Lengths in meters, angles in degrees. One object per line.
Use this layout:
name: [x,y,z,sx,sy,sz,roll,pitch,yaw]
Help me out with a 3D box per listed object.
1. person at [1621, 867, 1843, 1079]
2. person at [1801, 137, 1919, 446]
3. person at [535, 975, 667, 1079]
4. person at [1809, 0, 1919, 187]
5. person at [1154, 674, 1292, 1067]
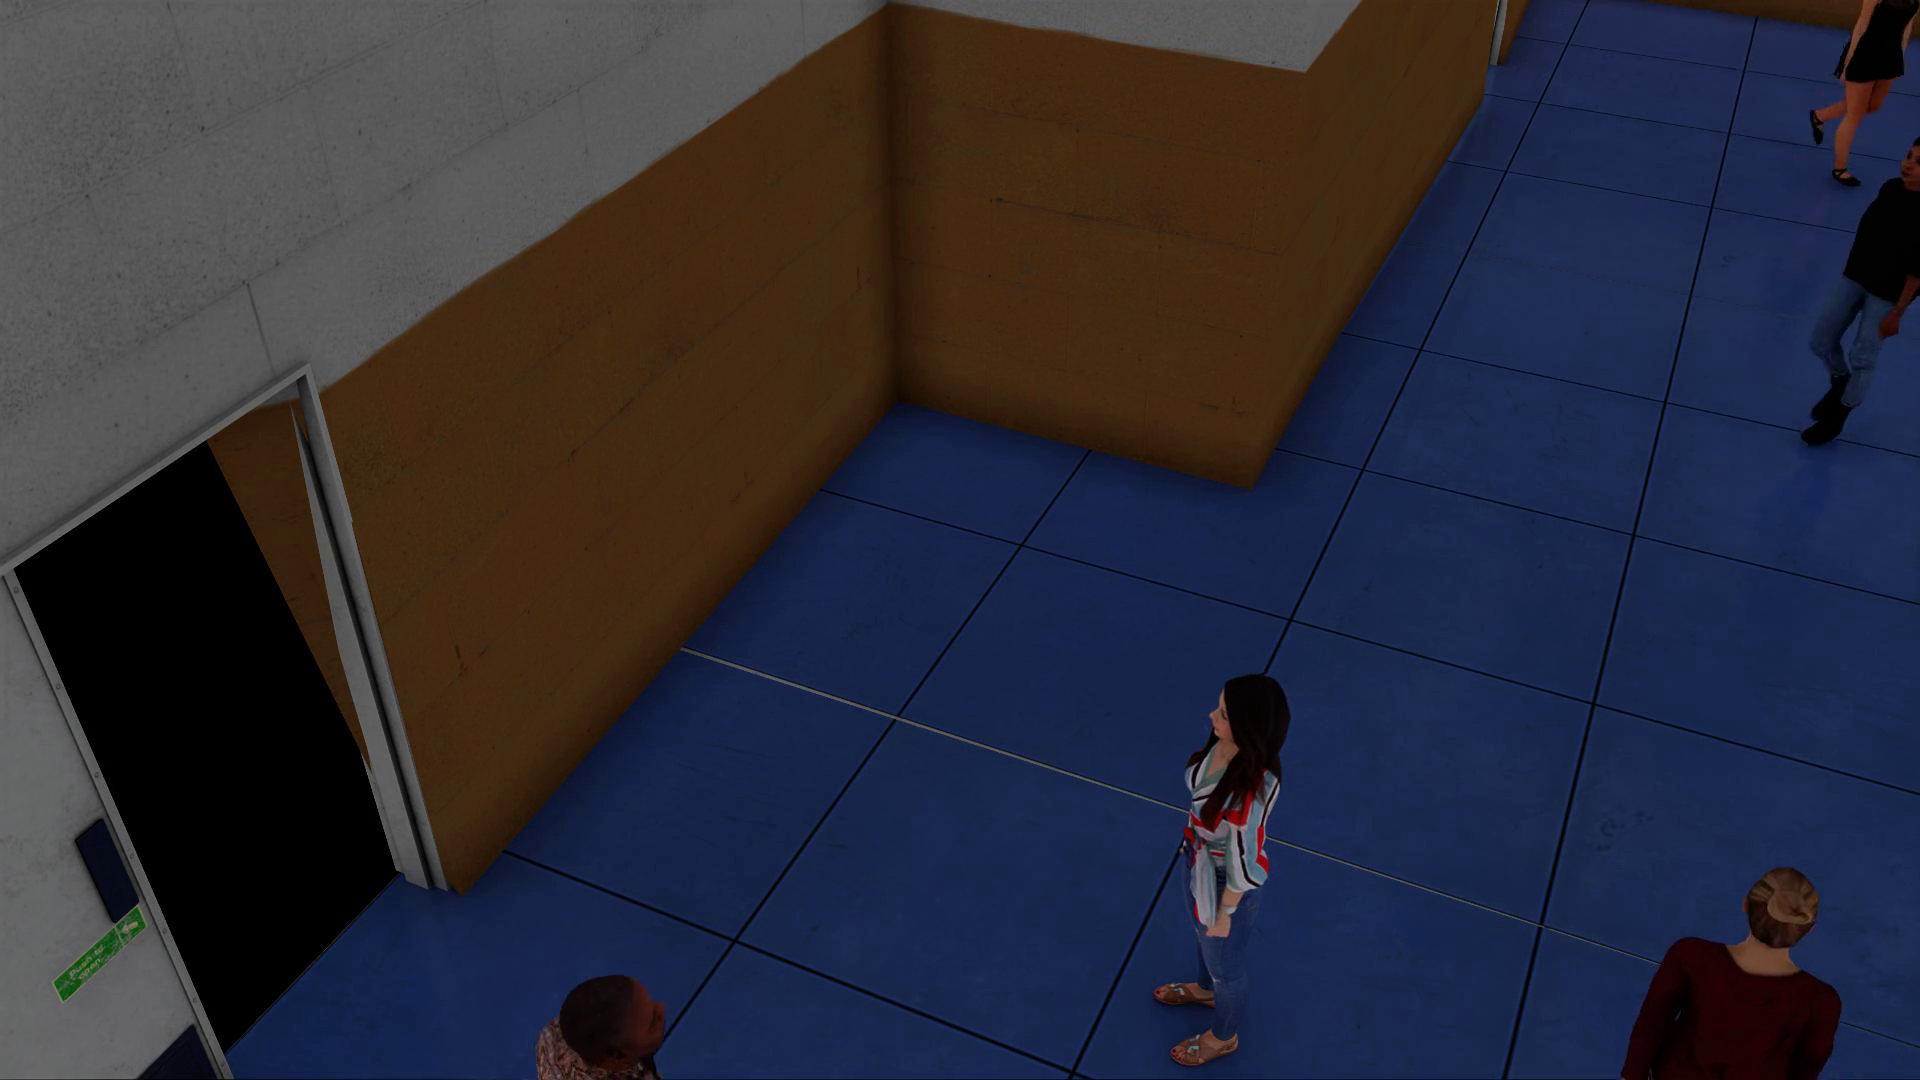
person: [2.064,1.573,4.576,1.038,1.662,0.801,23,43,28]
person: [4.626,-1.240,8.305,0.804,1.684,0.743,-15,39,-19]
person: [-0.917,1.770,4.216,1.097,1.780,1.086,-20,41,-25]
person: [5.941,-3.204,10.939,0.899,1.664,0.959,-12,39,-16]
person: [0.843,1.053,5.309,0.683,1.613,0.671,-4,37,-6]
